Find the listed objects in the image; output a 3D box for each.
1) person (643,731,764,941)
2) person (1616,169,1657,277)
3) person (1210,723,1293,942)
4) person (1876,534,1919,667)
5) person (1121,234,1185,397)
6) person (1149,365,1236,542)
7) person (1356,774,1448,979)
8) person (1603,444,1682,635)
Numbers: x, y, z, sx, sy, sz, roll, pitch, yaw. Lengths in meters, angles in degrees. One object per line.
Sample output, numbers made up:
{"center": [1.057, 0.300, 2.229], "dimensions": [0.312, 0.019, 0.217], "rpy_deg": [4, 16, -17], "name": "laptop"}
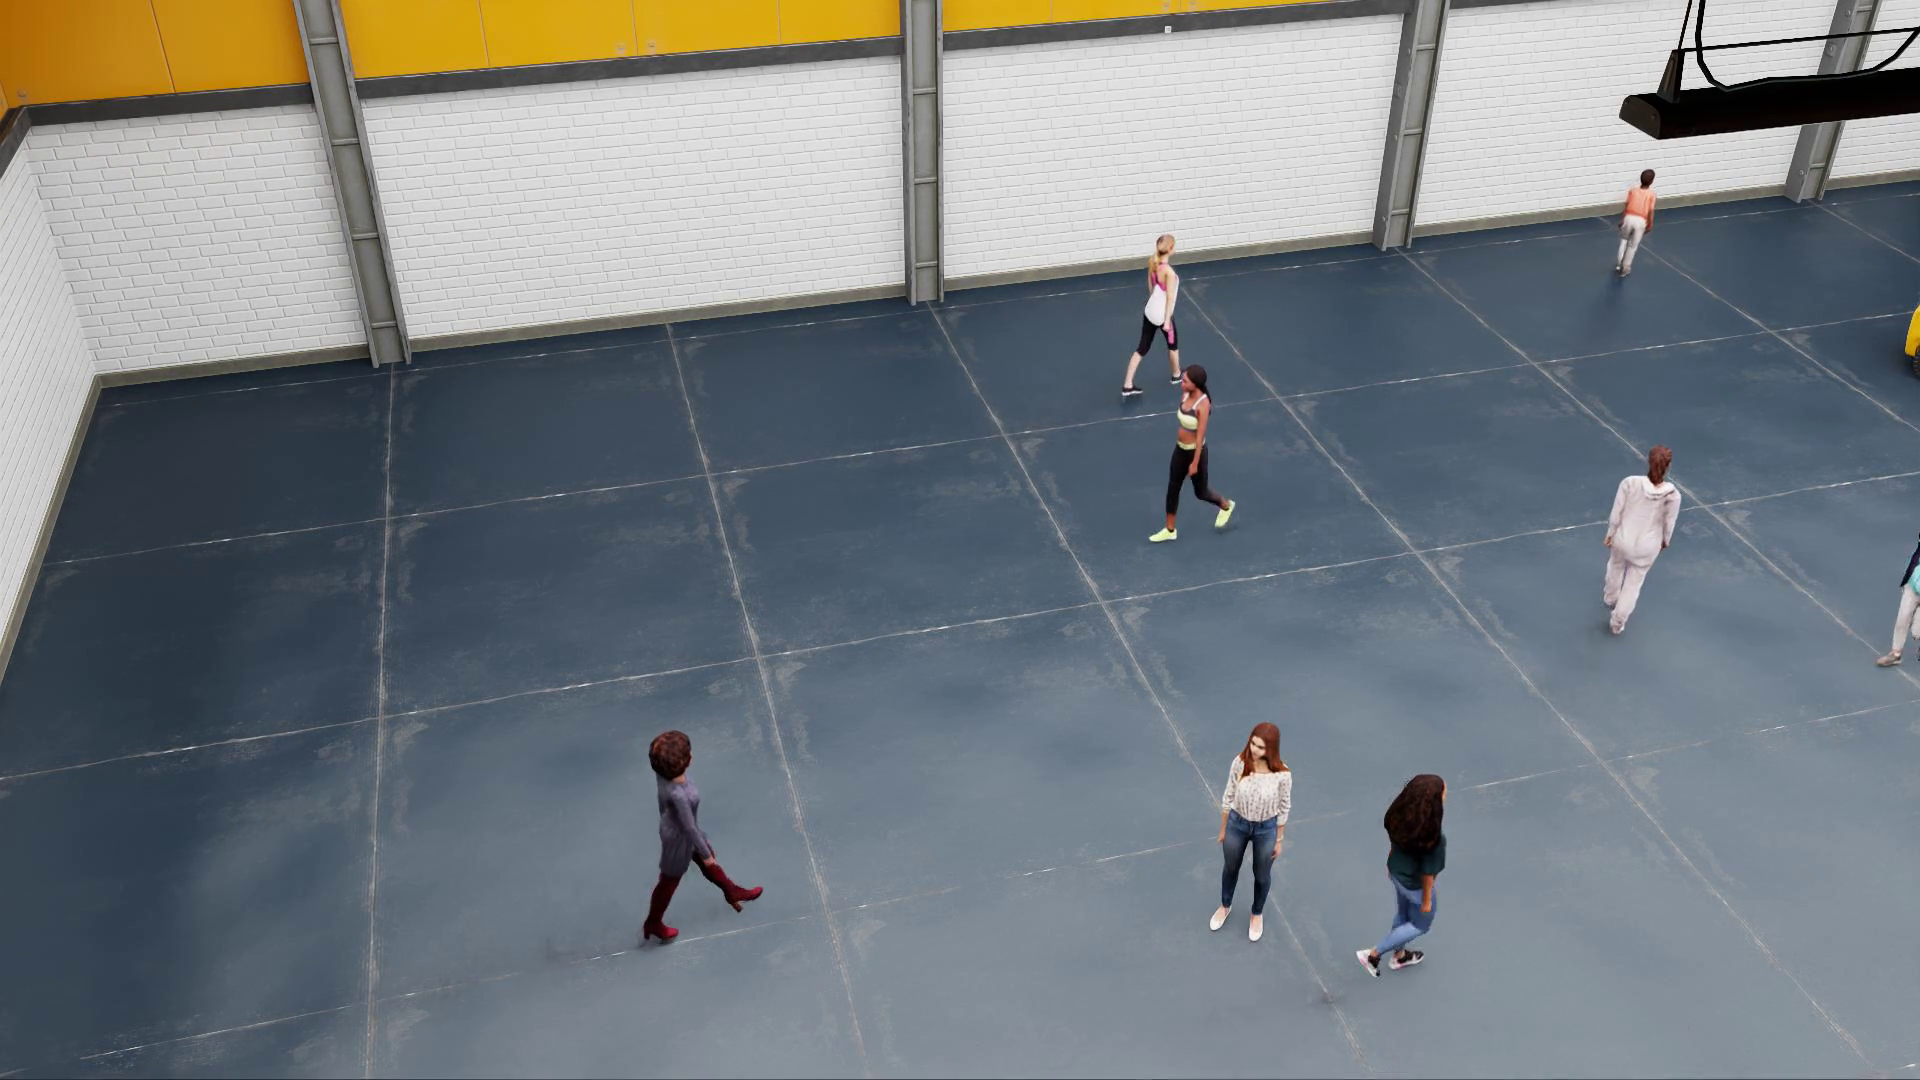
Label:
{"center": [-1.897, 1.965, 10.743], "dimensions": [1.067, 1.675, 0.657], "rpy_deg": [-11, 35, -16], "name": "person"}
{"center": [7.958, -3.737, 19.657], "dimensions": [0.598, 1.303, 0.643], "rpy_deg": [23, 40, 30], "name": "person"}
{"center": [1.907, 1.872, 10.834], "dimensions": [0.626, 1.729, 0.717], "rpy_deg": [12, 36, 18], "name": "person"}
{"center": [7.762, 0.398, 13.271], "dimensions": [0.732, 1.486, 0.604], "rpy_deg": [-11, 35, -16], "name": "person"}
{"center": [1.955, -2.259, 17.041], "dimensions": [1.210, 1.738, 0.865], "rpy_deg": [-19, 38, -26], "name": "person"}
{"center": [2.146, -0.763, 14.797], "dimensions": [1.105, 1.730, 0.695], "rpy_deg": [-15, 36, -21], "name": "person"}
{"center": [2.794, 2.163, 10.506], "dimensions": [0.788, 1.608, 0.632], "rpy_deg": [-12, 35, -17], "name": "person"}
{"center": [5.534, 0.042, 13.643], "dimensions": [0.945, 1.668, 1.006], "rpy_deg": [18, 38, 25], "name": "person"}
